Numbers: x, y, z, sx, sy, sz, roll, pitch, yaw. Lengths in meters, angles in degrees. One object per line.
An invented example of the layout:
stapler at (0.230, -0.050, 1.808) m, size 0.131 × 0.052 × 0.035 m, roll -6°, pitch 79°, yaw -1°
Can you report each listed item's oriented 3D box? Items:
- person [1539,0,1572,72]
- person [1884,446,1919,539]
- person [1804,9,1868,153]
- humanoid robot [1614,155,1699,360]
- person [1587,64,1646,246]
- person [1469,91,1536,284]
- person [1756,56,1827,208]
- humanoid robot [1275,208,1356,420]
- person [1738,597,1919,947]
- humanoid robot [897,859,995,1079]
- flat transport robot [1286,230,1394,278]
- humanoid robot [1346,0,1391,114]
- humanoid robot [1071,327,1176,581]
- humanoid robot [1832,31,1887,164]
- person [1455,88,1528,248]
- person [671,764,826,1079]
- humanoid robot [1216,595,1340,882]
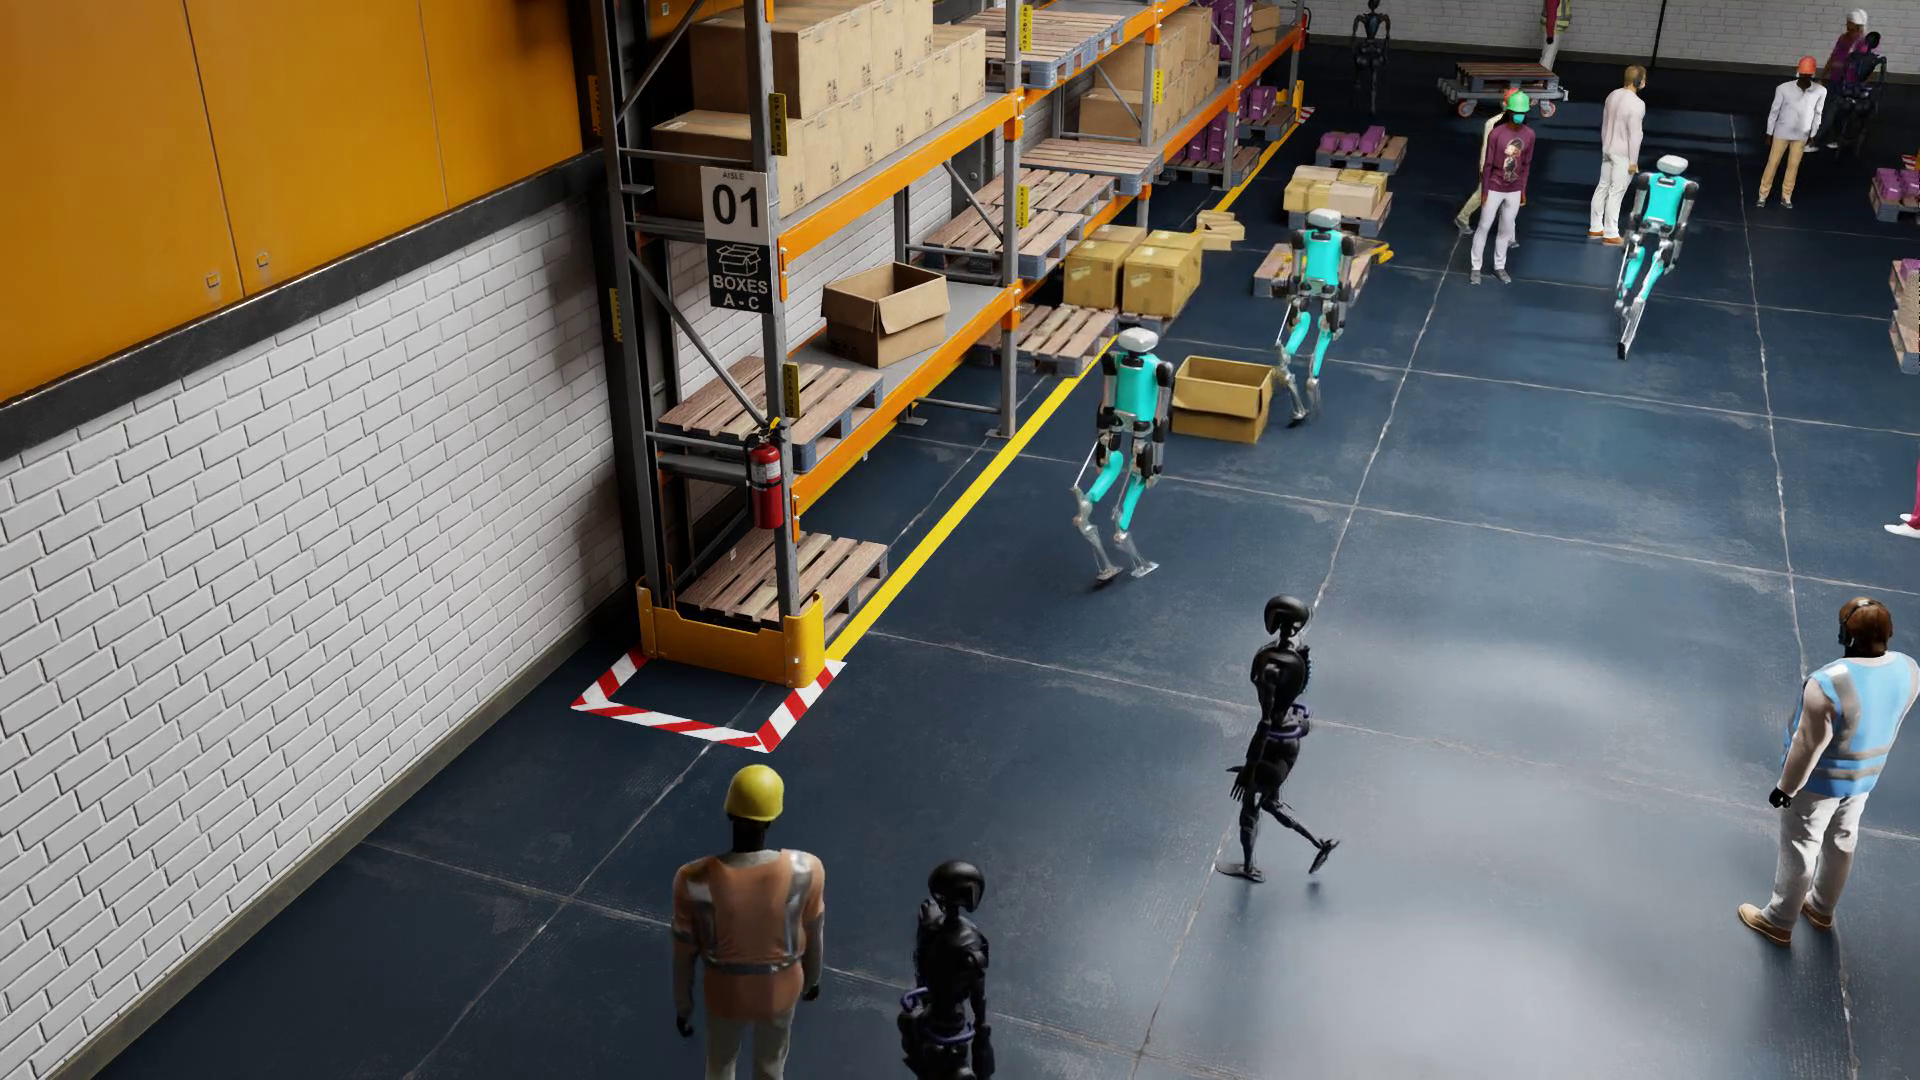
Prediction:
person at (8.839, -7.576, 24.745) m, size 0.430 × 1.834 × 0.635 m, roll 13°, pitch 30°, yaw 24°
person at (6.956, -0.787, 11.796) m, size 0.500 × 1.628 × 0.287 m, roll -24°, pitch 36°, yaw -38°
person at (11.457, -5.983, 21.661) m, size 0.812 × 1.815 × 0.518 m, roll -3°, pitch 27°, yaw -5°
humanoid robot at (6.183, -2.523, 15.078) m, size 0.558 × 1.798 × 0.908 m, roll 19°, pitch 33°, yaw 32°
person at (7.150, -4.168, 18.016) m, size 0.373 × 1.940 × 0.628 m, roll -6°, pitch 28°, yaw -11°
person at (5.506, -3.568, 16.838) m, size 0.489 × 1.951 × 0.421 m, roll -2°, pitch 27°, yaw -3°
person at (9.662, -4.729, 19.302) m, size 0.569 × 1.749 × 0.341 m, roll 7°, pitch 28°, yaw 13°
humanoid robot at (2.819, -1.743, 13.550) m, size 0.550 × 1.786 × 0.796 m, roll 15°, pitch 31°, yaw 27°
person at (4.115, 1.104, 7.899) m, size 0.629 × 1.836 × 0.429 m, roll -10°, pitch 29°, yaw -18°
humanoid robot at (-0.075, 1.963, 6.415) m, size 0.405 × 1.641 × 0.589 m, roll -14°, pitch 30°, yaw -25°
flat transport robot at (3.927, -2.947, 17.466) m, size 0.659 × 0.231 × 1.431 m, roll 21°, pitch 34°, yaw 35°
humanoid robot at (5.836, -6.931, 23.717) m, size 0.588 × 1.629 × 0.771 m, roll 0°, pitch 27°, yaw 0°
humanoid robot at (1.020, -0.476, 11.080) m, size 0.555 × 1.768 × 0.821 m, roll 19°, pitch 33°, yaw 32°
humanoid robot at (11.369, -5.598, 21.069) m, size 0.343 × 1.656 × 0.583 m, roll -21°, pitch 34°, yaw -35°
person at (5.867, -4.106, 18.153) m, size 0.595 × 1.703 × 0.880 m, roll -11°, pitch 29°, yaw -20°
person at (-0.815, 1.769, 6.544) m, size 0.605 × 1.896 × 0.587 m, roll -3°, pitch 27°, yaw -5°
humanoid robot at (1.616, 1.030, 8.235) m, size 0.561 × 1.641 × 0.589 m, roll 12°, pitch 29°, yaw 21°
